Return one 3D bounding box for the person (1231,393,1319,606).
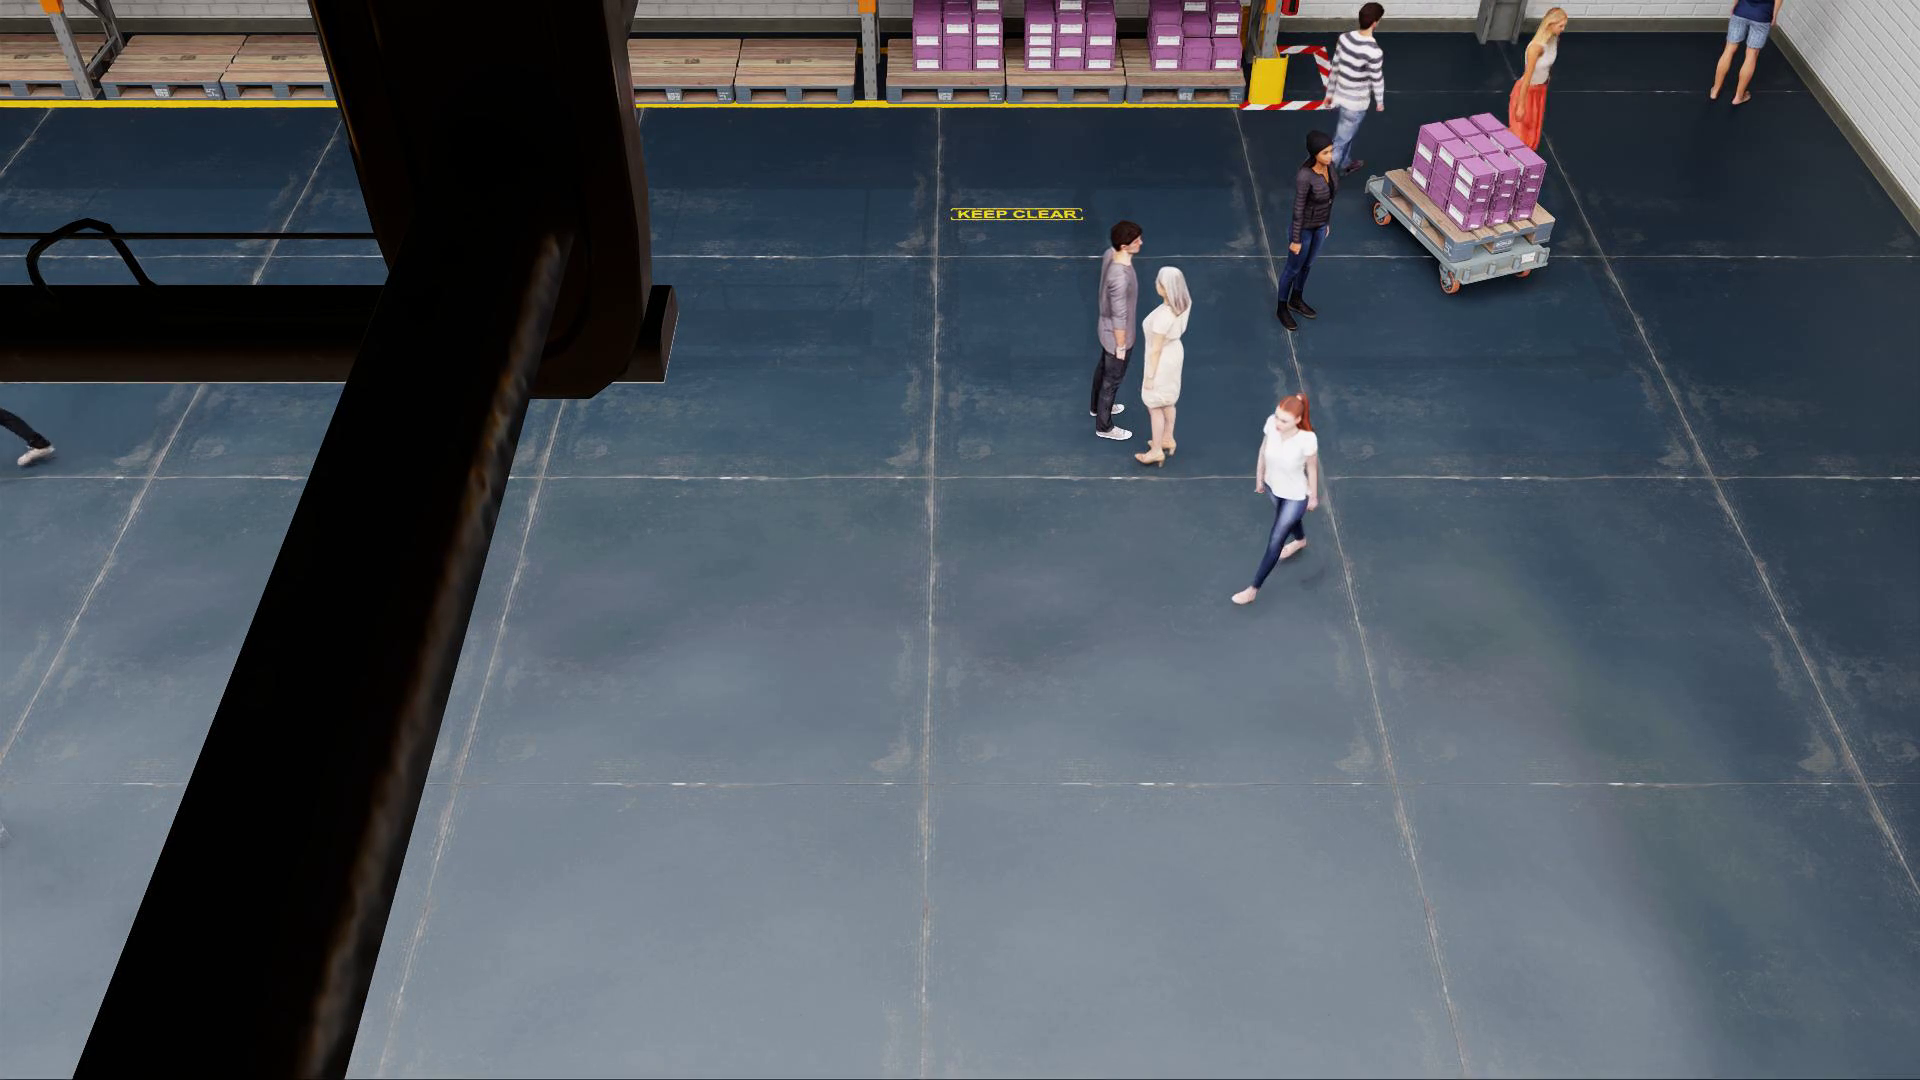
[{"bbox_3d":[2.300,-0.359,11.438,1.192,1.662,1.094,-31,52,-29],"label":"person"}]

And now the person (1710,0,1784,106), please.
[{"bbox_3d":[7.827,-5.200,16.387,0.692,1.844,0.770,29,51,27],"label":"person"}]

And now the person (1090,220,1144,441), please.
[{"bbox_3d":[1.180,-1.613,12.617,0.532,1.851,0.689,-3,44,-3],"label":"person"}]

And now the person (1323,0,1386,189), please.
[{"bbox_3d":[3.472,-3.945,15.085,1.056,1.824,0.912,-22,48,-21],"label":"person"}]

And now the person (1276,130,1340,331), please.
[{"bbox_3d":[2.860,-2.561,13.688,0.707,1.746,0.774,-33,52,-29],"label":"person"}]

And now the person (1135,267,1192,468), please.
[{"bbox_3d":[1.521,-1.280,12.351,0.687,1.735,0.675,20,47,20],"label":"person"}]

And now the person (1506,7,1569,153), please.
[{"bbox_3d":[5.120,-4.066,15.244,0.956,1.779,0.901,33,52,30],"label":"person"}]
